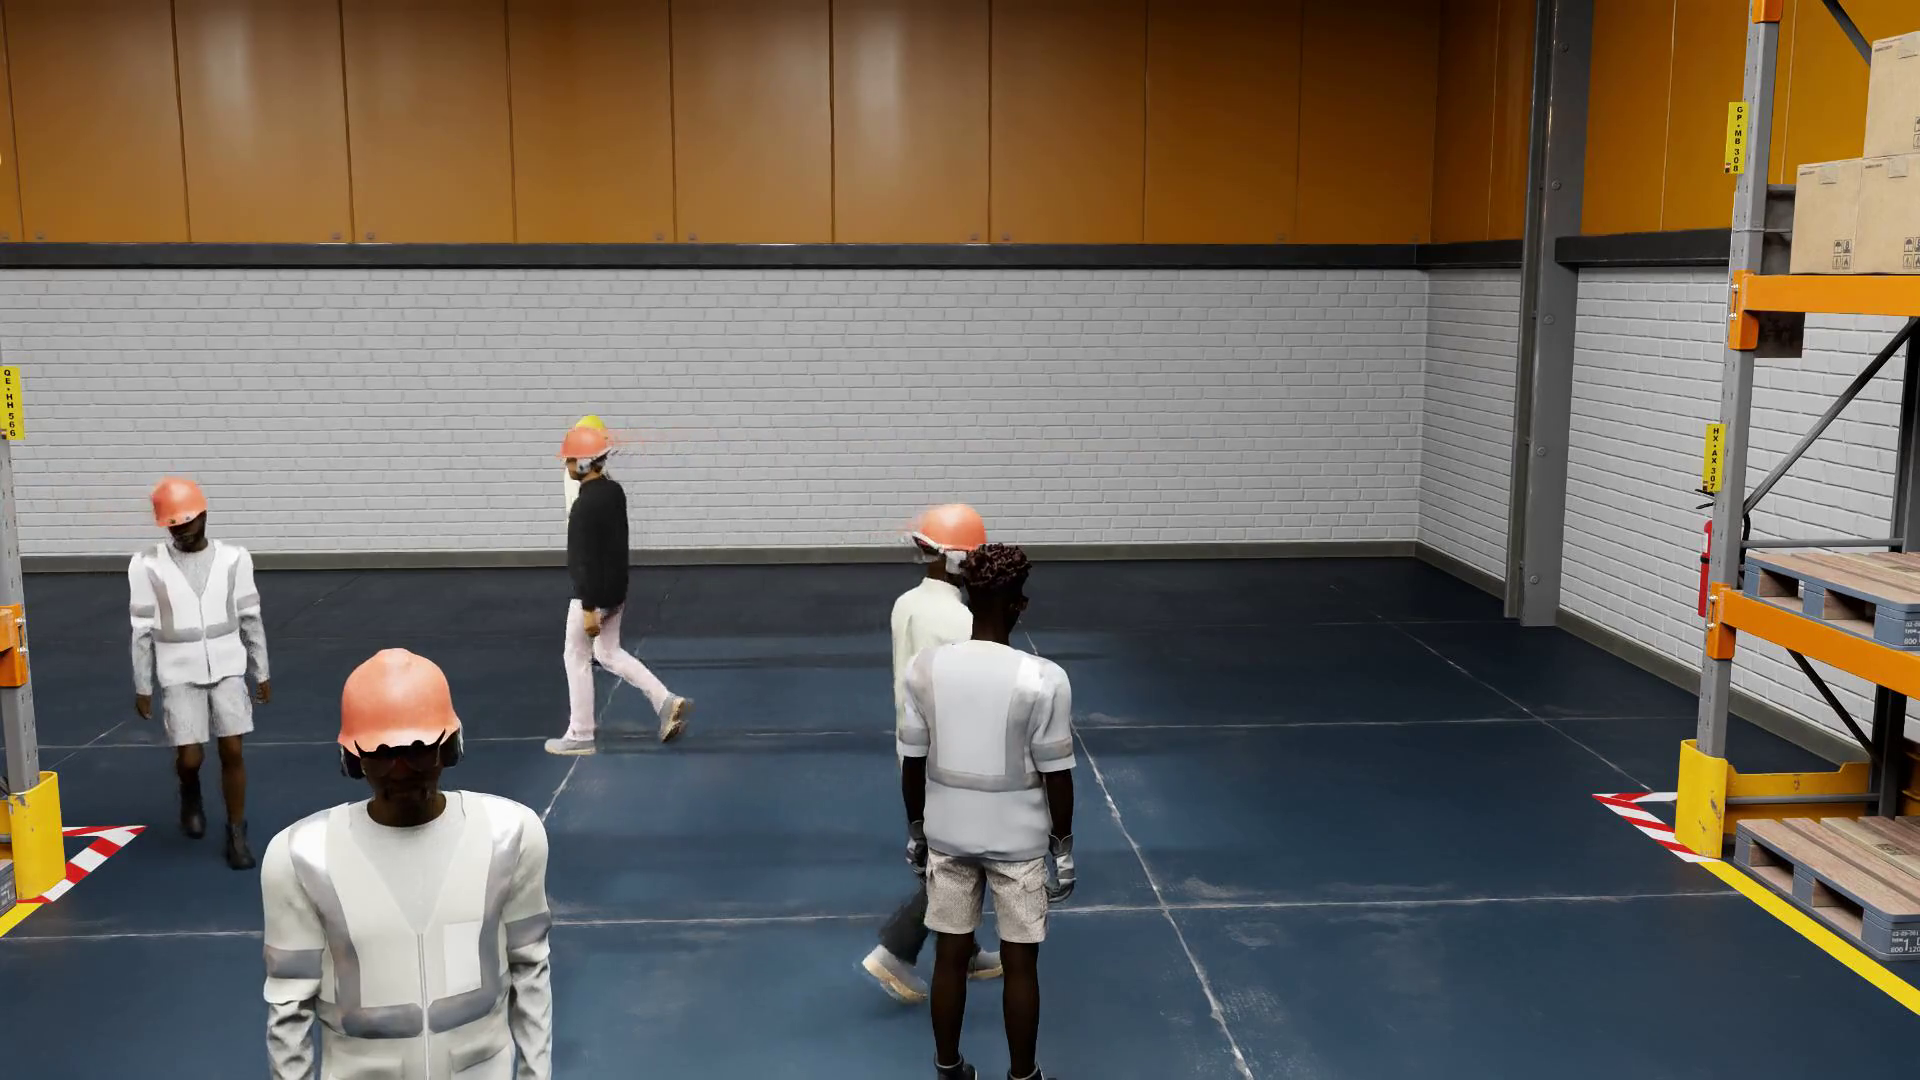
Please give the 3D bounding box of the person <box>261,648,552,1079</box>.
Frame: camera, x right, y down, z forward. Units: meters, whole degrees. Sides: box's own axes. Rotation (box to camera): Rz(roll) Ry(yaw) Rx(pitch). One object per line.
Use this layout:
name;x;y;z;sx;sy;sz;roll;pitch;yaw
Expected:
person;-1.191;1.238;3.679;0.614;2.043;0.374;-4;10;-25

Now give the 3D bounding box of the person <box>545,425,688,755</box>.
person;-2.056;0.304;9.754;0.759;1.970;0.616;2;9;13

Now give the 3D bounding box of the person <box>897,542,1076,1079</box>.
person;0.099;0.978;5.547;0.614;1.963;0.362;4;10;22

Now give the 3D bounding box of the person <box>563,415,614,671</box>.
person;-2.614;0.020;11.978;0.404;1.836;0.587;-7;11;-36

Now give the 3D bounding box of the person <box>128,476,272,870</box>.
person;-3.612;0.624;7.938;0.618;1.913;0.580;-7;11;-36

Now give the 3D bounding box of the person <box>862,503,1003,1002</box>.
person;-0.064;0.833;6.459;0.601;1.966;0.652;-5;10;-27
